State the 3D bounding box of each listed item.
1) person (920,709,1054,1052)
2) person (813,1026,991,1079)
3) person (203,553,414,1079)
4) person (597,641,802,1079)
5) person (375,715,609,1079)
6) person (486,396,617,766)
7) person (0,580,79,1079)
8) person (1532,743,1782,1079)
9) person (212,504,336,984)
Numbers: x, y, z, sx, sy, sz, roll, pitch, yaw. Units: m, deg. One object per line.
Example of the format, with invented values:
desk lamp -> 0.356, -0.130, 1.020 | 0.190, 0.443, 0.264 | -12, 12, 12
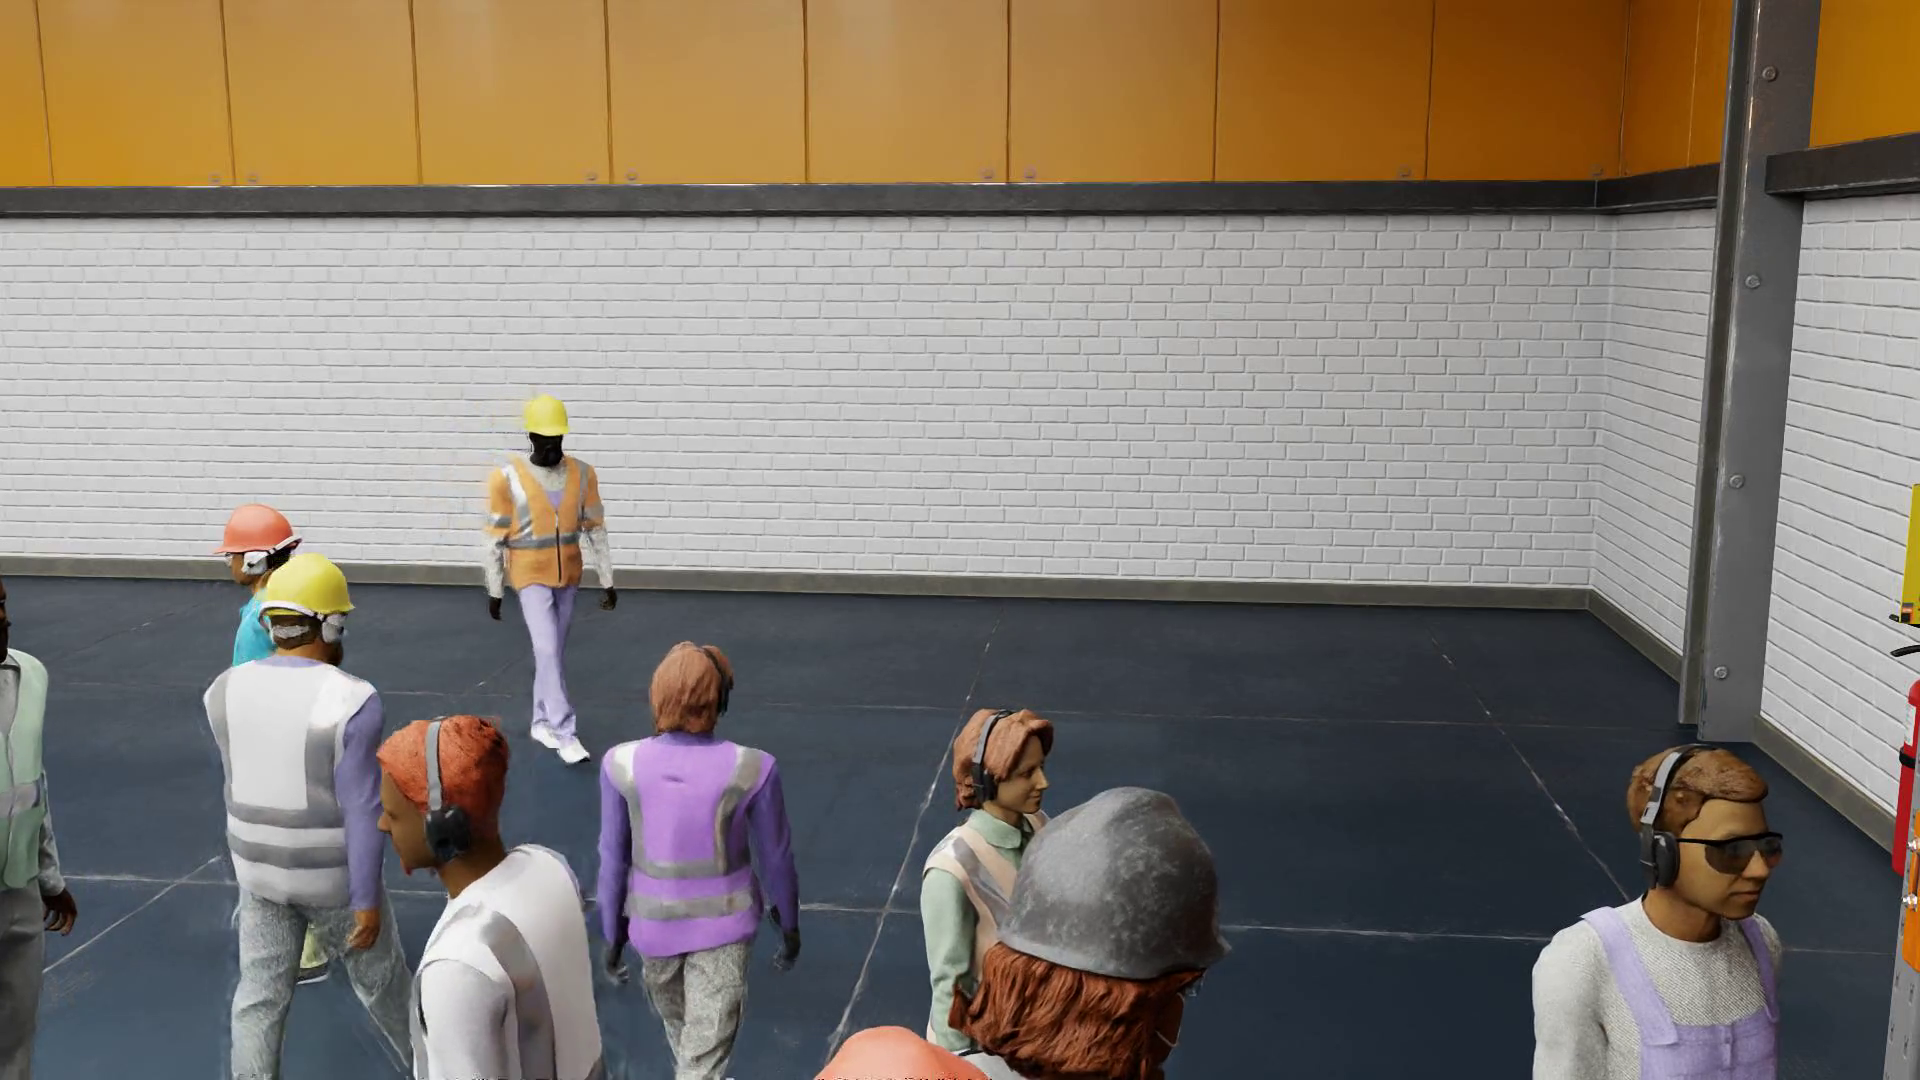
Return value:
person -> 0.083, 1.180, 3.797 | 0.310, 1.642, 0.514 | 5, 11, 27
person -> -0.038, 1.413, 1.647 | 0.546, 1.928, 0.380 | -6, 12, -31
person -> -1.847, 0.918, 4.883 | 0.596, 1.777, 0.912 | 3, 10, 15
person -> -0.712, 1.067, 4.584 | 0.535, 1.588, 0.882 | 1, 10, 8
person -> -0.900, 1.212, 3.038 | 0.894, 1.840, 0.620 | 1, 10, 4
person -> -2.053, 0.213, 8.578 | 0.608, 1.891, 0.888 | -9, 13, -41
person -> -2.573, 0.945, 4.348 | 0.397, 1.920, 0.587 | 2, 10, 9
person -> 1.186, 1.244, 2.848 | 0.506, 1.847, 0.343 | -4, 11, -23
person -> -2.475, 0.736, 6.018 | 0.342, 1.748, 0.573 | -1, 10, -6
